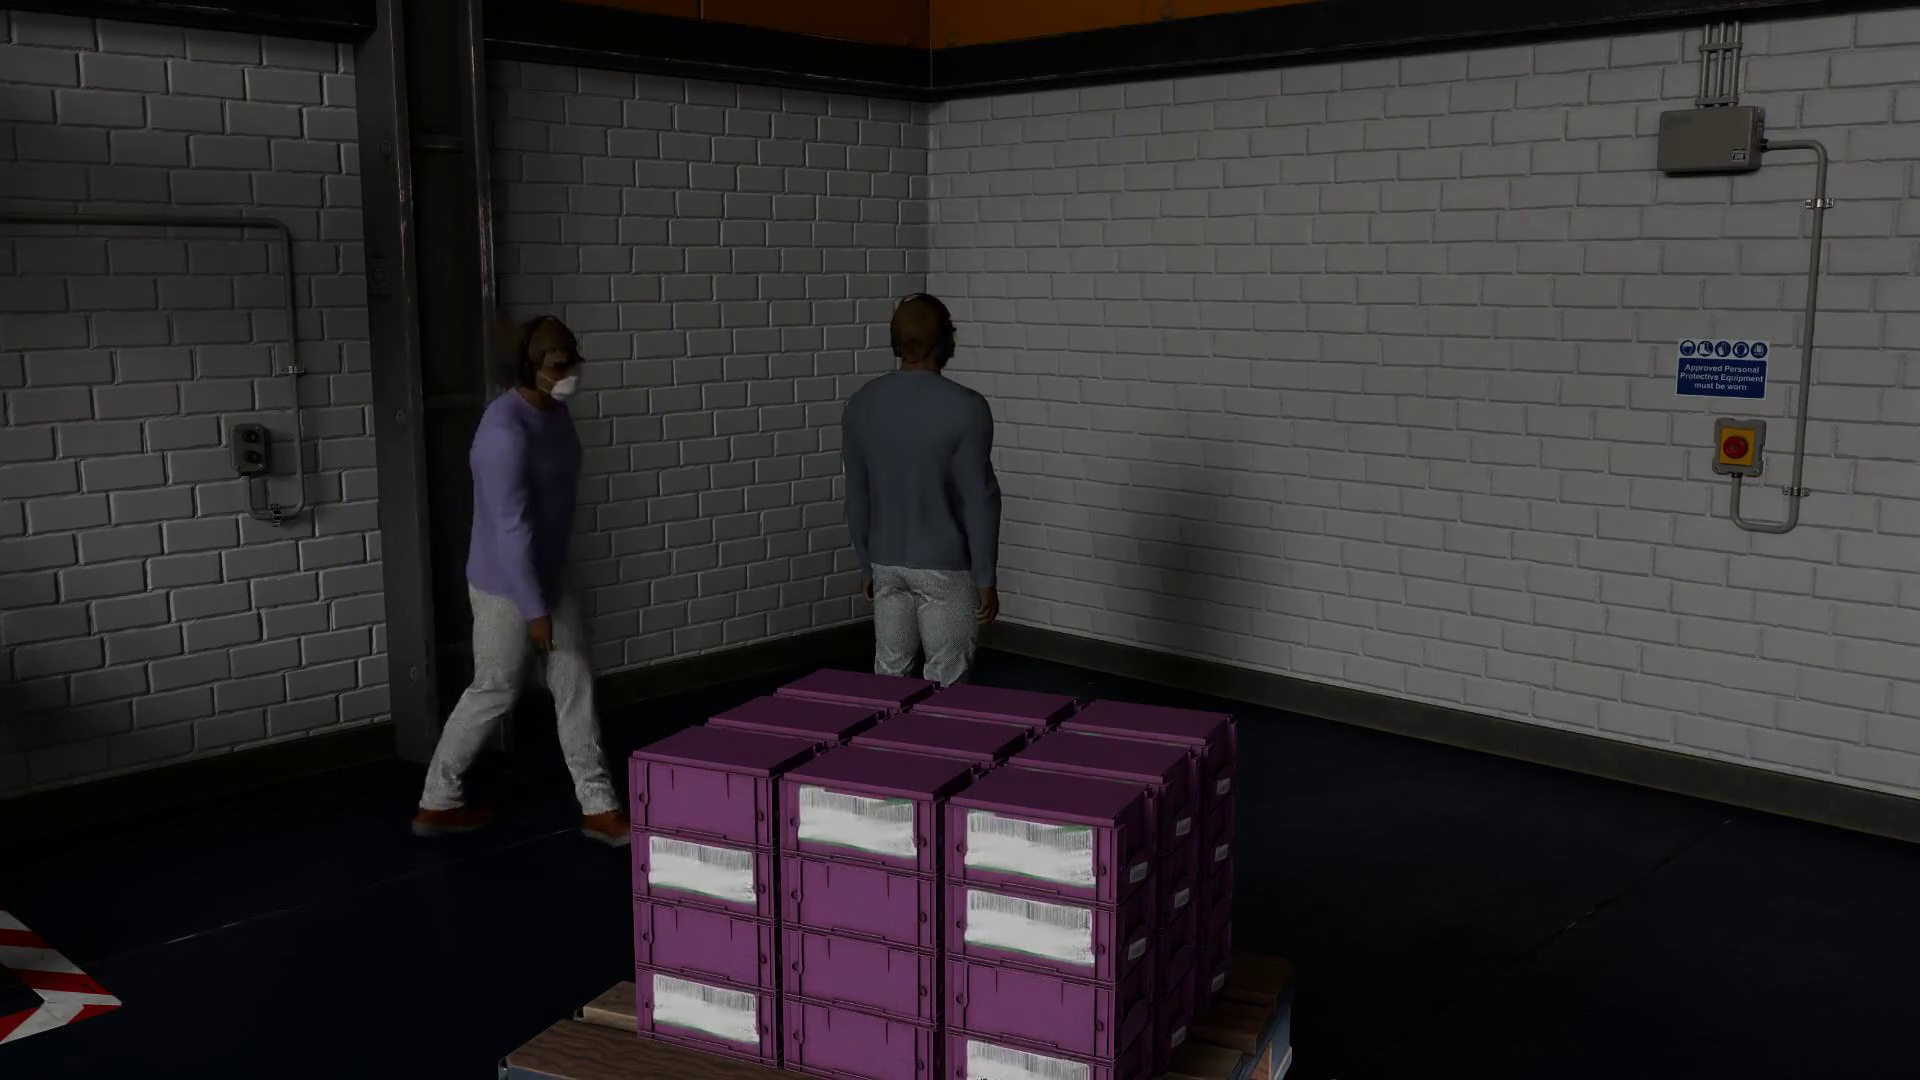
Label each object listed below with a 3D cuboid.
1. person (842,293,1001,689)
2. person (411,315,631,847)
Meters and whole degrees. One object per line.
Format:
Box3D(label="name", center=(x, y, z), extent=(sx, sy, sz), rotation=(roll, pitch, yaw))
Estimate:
Box3D(label="person", center=(-0.124, 0.107, 5.867), extent=(0.630, 1.940, 0.372), rotation=(6, 11, 34))
Box3D(label="person", center=(-1.544, 0.158, 5.794), extent=(0.857, 1.883, 0.646), rotation=(2, 10, 14))
